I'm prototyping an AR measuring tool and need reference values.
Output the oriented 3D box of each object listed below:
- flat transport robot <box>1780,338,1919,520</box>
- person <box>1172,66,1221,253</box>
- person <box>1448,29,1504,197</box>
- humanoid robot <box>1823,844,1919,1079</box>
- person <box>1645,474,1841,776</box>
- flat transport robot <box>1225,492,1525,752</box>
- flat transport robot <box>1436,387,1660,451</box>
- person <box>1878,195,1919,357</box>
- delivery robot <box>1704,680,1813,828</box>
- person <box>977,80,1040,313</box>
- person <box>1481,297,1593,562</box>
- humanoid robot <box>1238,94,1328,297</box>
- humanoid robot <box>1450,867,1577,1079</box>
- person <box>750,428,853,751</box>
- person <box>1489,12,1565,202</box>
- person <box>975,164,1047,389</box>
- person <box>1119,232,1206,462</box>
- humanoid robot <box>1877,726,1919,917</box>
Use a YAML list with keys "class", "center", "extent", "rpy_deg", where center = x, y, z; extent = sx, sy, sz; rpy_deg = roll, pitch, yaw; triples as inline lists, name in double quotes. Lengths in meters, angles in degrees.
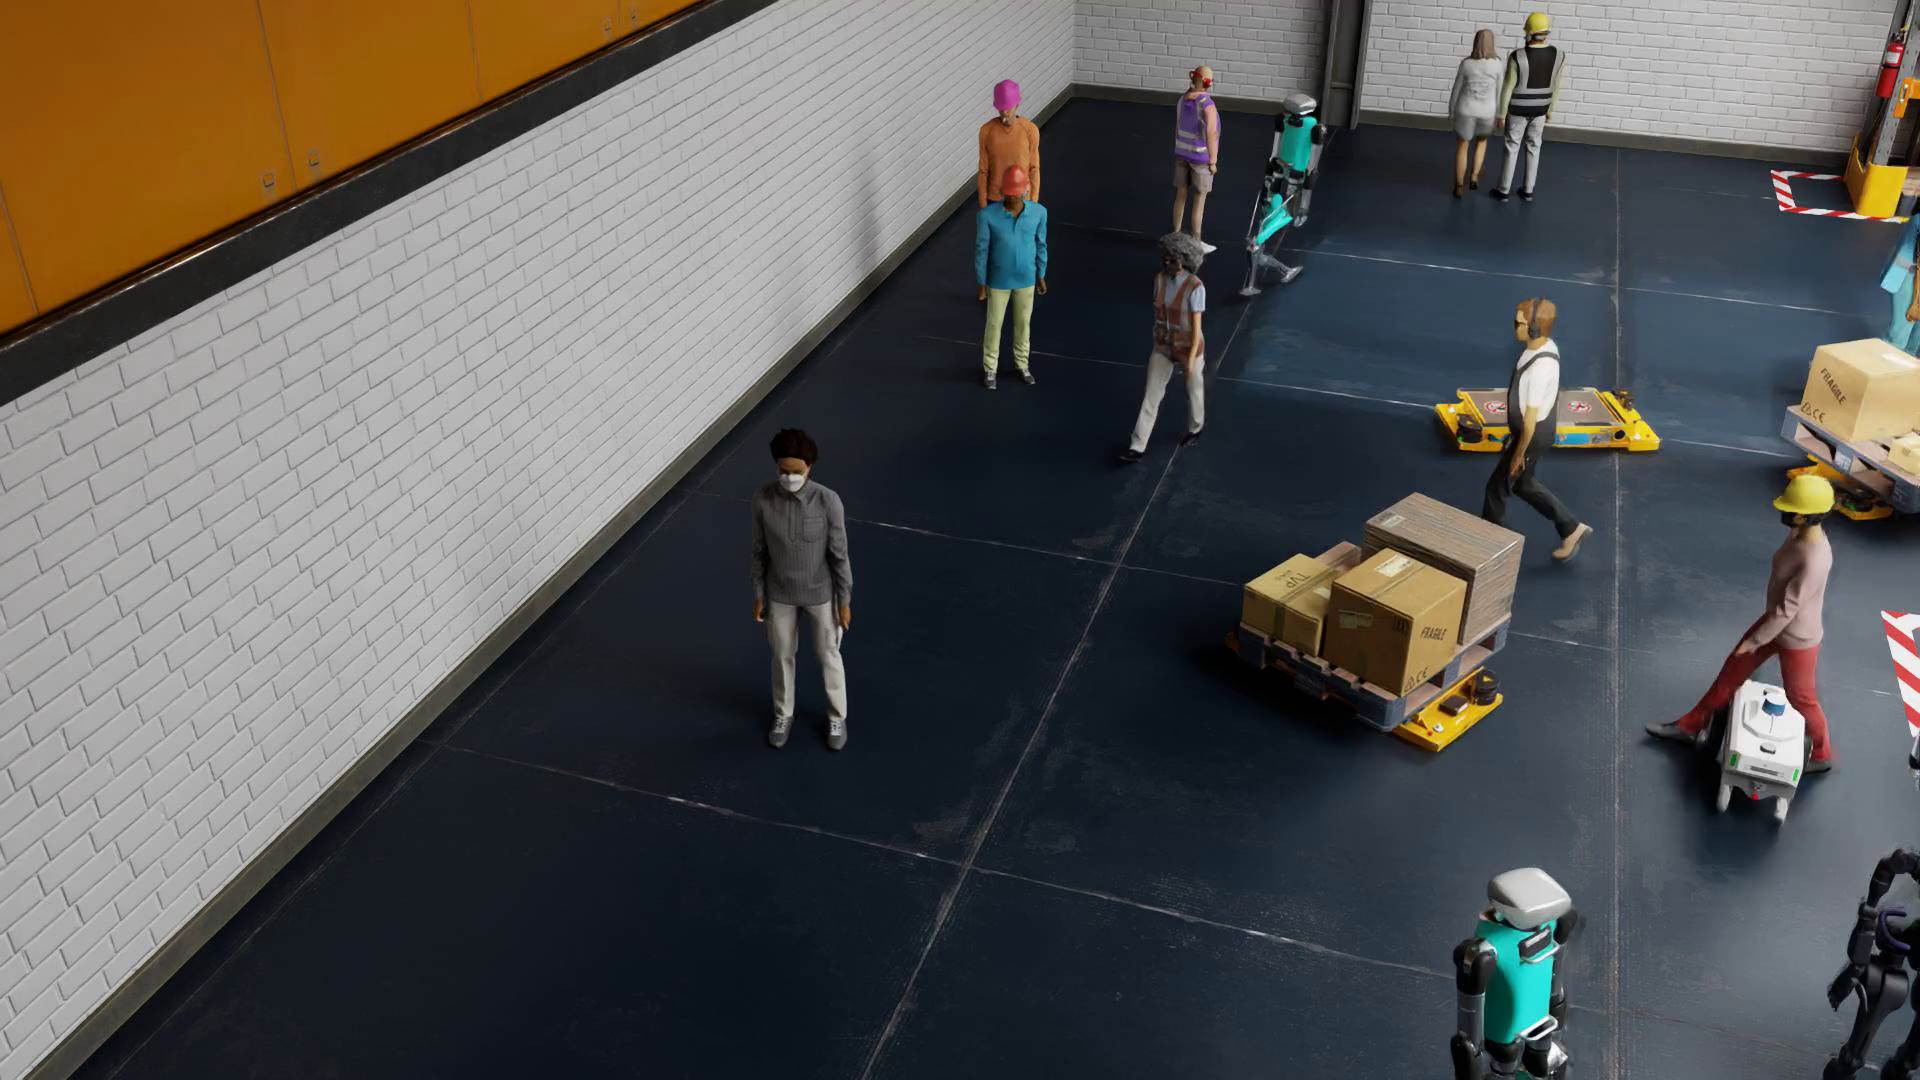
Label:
- class: "flat transport robot"
  center: [6.490, -0.448, 11.388]
  extent: [1.431, 0.231, 0.659]
  rpy_deg: [-9, 32, -14]
- class: "person"
  center: [2.129, -3.441, 15.075]
  extent: [0.347, 1.691, 0.480]
  rpy_deg: [-21, 37, -32]
- class: "person"
  center: [5.073, -4.207, 16.411]
  extent: [0.526, 1.643, 0.393]
  rpy_deg: [6, 31, 10]
- class: "humanoid robot"
  center: [3.692, 1.690, 6.359]
  extent: [0.601, 1.657, 0.419]
  rpy_deg: [8, 31, 14]
- class: "person"
  center: [4.167, 0.444, 8.436]
  extent: [0.905, 1.712, 0.521]
  rpy_deg: [5, 31, 9]
- class: "flat transport robot"
  center: [2.280, 0.696, 9.441]
  extent: [0.659, 0.231, 1.431]
  rpy_deg: [-26, 39, -37]
- class: "flat transport robot"
  center: [4.267, -0.871, 12.107]
  extent: [1.431, 0.231, 0.659]
  rpy_deg: [0, 30, -1]
- class: "person"
  center: [6.912, -1.835, 12.208]
  extent: [0.804, 1.837, 0.566]
  rpy_deg: [11, 32, 18]
- class: "delivery robot"
  center: [4.132, 1.047, 8.564]
  extent: [0.499, 0.597, 0.779]
  rpy_deg: [13, 33, 21]
- class: "person"
  center: [0.397, -2.831, 13.770]
  extent: [0.518, 1.972, 0.405]
  rpy_deg: [4, 31, 6]
- class: "person"
  center: [3.543, -0.619, 10.166]
  extent: [0.801, 1.819, 0.510]
  rpy_deg: [9, 32, 14]
- class: "humanoid robot"
  center: [2.628, -2.832, 13.988]
  extent: [1.013, 1.734, 0.530]
  rpy_deg: [-20, 36, -30]
- class: "humanoid robot"
  center: [2.031, 2.001, 5.781]
  extent: [0.537, 1.726, 1.022]
  rpy_deg: [-19, 36, -29]
- class: "person"
  center: [-0.812, 0.254, 8.602]
  extent: [0.537, 1.888, 0.397]
  rpy_deg: [4, 31, 6]
- class: "person"
  center: [5.540, -4.225, 16.286]
  extent: [0.596, 1.823, 0.405]
  rpy_deg: [-4, 31, -7]
- class: "person"
  center: [0.394, -1.982, 12.533]
  extent: [0.567, 1.747, 0.337]
  rpy_deg: [-7, 31, -12]
- class: "person"
  center: [1.479, -1.320, 11.503]
  extent: [0.460, 1.640, 0.855]
  rpy_deg: [23, 37, 33]
- class: "humanoid robot"
  center: [4.513, 1.107, 7.321]
  extent: [0.538, 1.827, 0.661]
  rpy_deg: [3, 31, 5]
